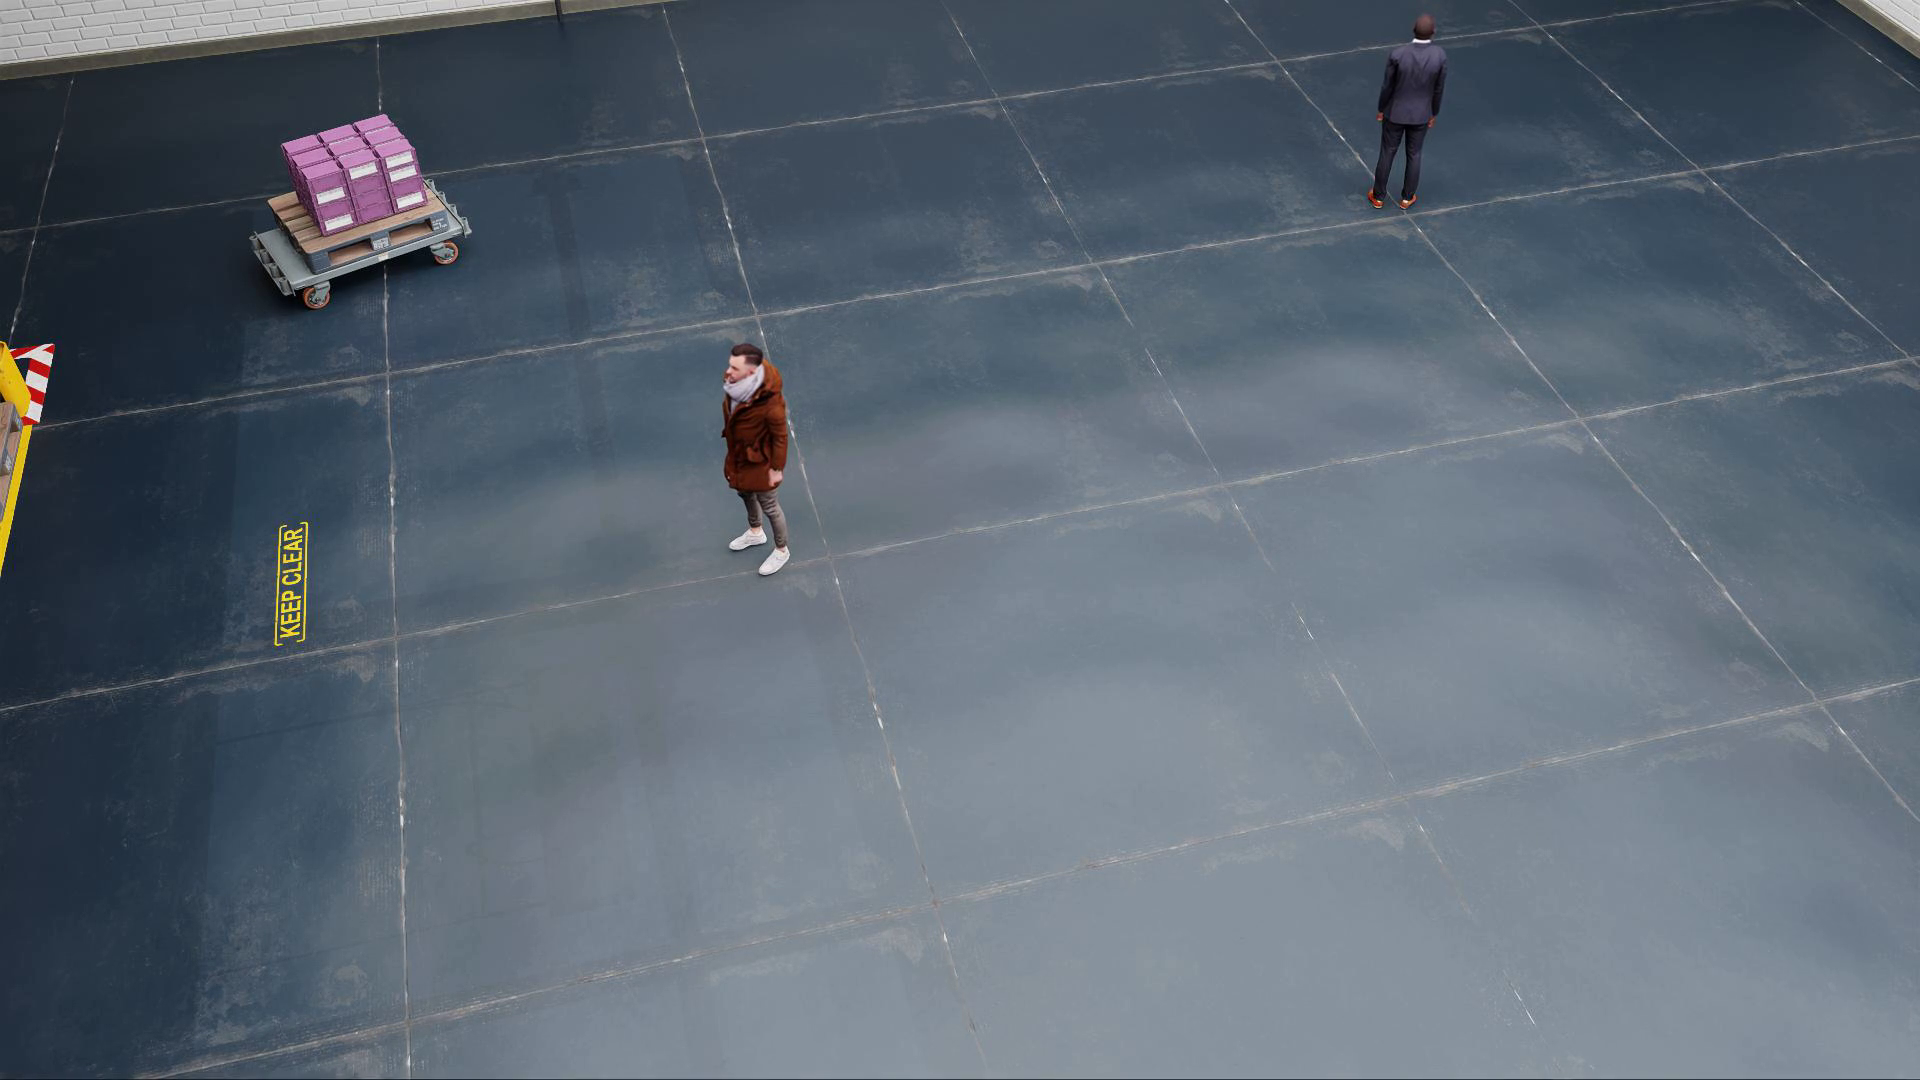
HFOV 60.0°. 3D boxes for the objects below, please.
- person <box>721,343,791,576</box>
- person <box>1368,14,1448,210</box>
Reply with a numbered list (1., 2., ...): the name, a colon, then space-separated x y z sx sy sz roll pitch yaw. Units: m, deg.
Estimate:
1. person: -1.379 -0.572 11.223 0.900 1.839 0.810 -32 52 -29
2. person: 3.920 -3.732 14.551 0.783 1.824 0.768 7 44 8
